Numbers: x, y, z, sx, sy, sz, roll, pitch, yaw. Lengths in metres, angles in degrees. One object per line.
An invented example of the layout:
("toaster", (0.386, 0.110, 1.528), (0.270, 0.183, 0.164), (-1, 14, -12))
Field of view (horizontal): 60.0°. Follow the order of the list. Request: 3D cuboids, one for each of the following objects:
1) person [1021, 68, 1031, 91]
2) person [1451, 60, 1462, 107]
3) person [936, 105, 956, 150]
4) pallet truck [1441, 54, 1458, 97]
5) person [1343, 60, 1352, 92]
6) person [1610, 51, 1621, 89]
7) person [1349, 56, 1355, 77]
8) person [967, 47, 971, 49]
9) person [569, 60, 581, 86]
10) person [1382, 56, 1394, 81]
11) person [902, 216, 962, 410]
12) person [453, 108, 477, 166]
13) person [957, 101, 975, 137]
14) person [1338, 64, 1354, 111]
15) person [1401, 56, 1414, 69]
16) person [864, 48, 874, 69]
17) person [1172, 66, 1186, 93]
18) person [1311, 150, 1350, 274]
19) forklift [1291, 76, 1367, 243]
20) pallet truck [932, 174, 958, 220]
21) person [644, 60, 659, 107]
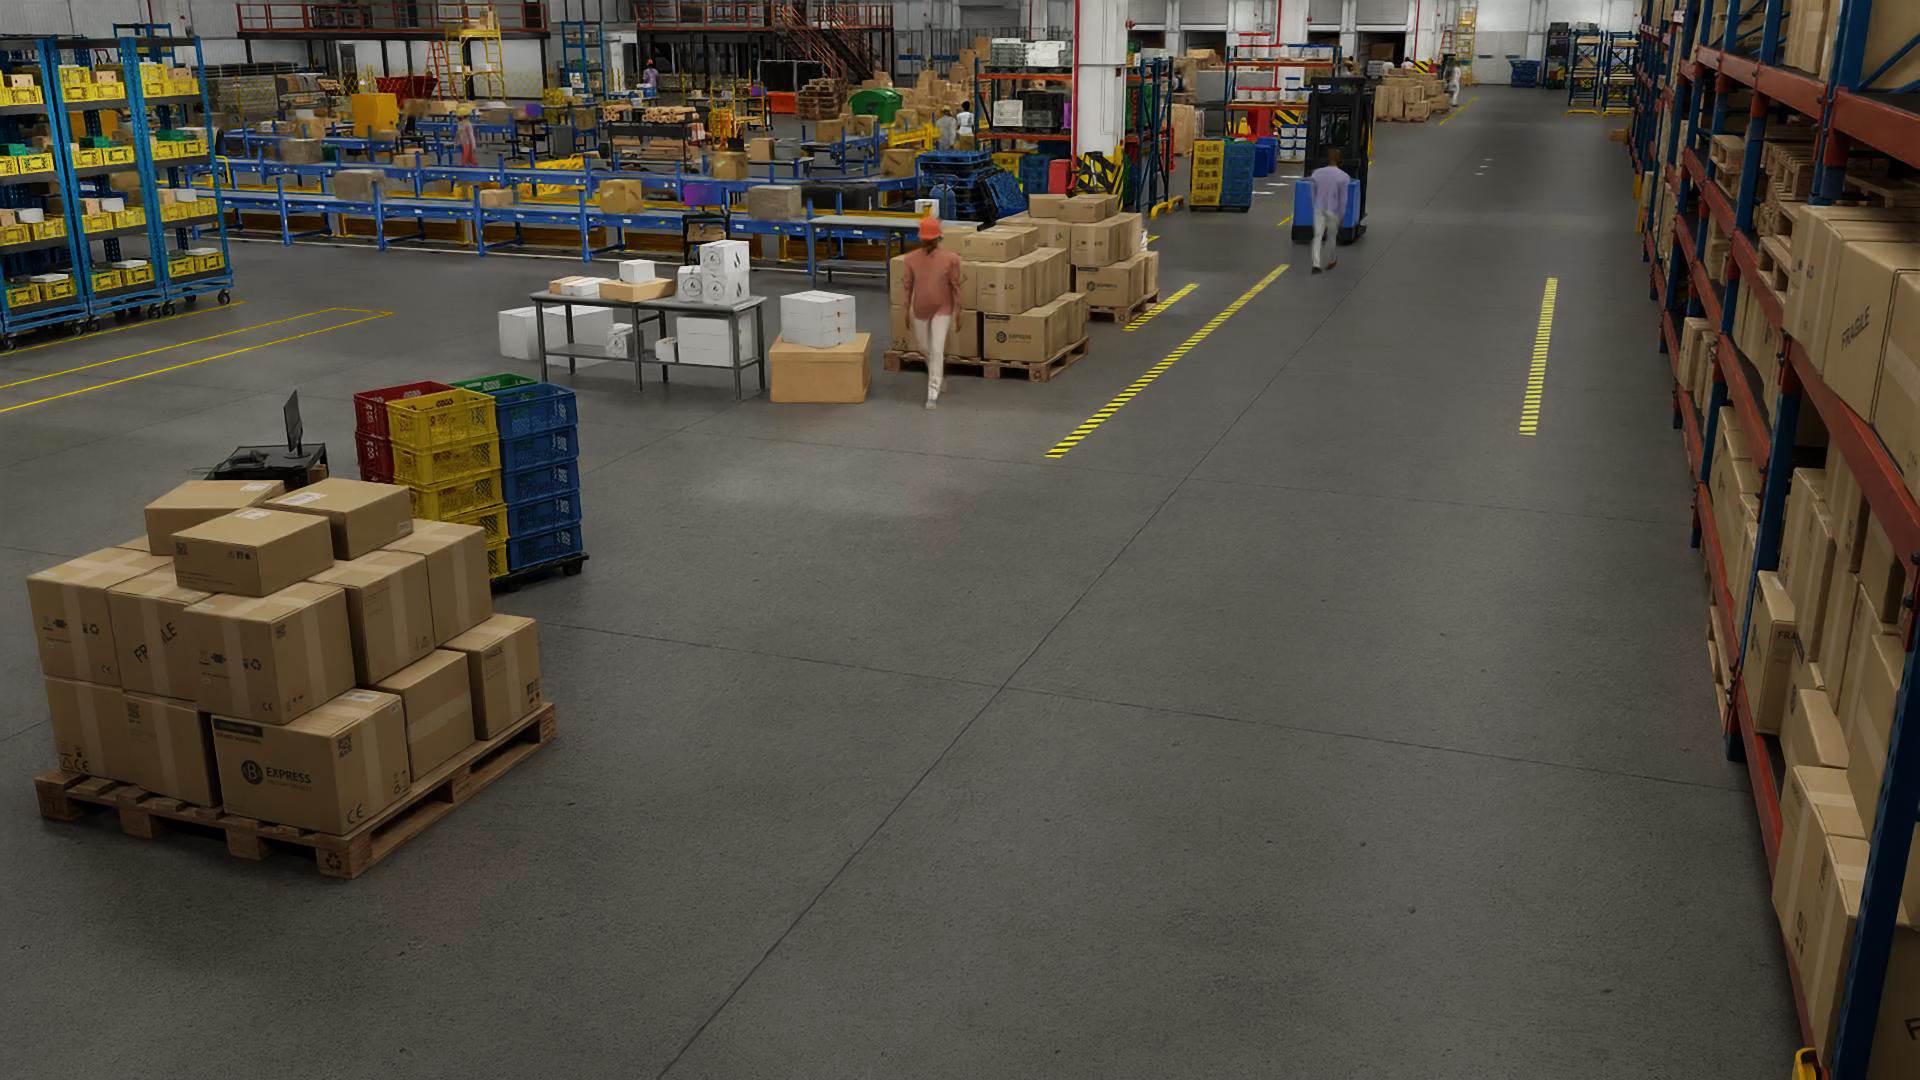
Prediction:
("person", (2.574, -18.142, 66.685), (1.008, 1.935, 0.620), (-9, 20, -27))
("person", (20.987, -19.299, 70.342), (0.425, 1.926, 0.642), (5, 18, 17))
("person", (-0.324, -9.415, 39.506), (0.615, 1.788, 0.503), (14, 23, 38))
("pallet truck", (22.765, -21.886, 78.355), (0.823, 1.965, 1.885), (-4, 18, -14))
("person", (18.027, -21.403, 77.259), (0.511, 1.727, 0.353), (-11, 21, -32))
("person", (33.521, -24.014, 85.152), (0.550, 1.928, 0.378), (3, 18, 9))
("person", (20.029, -23.980, 85.424), (0.540, 1.696, 0.315), (-15, 23, -38))
("person", (0.538, -27.529, 96.185), (0.359, 1.938, 0.545), (13, 22, 35))
("person", (-16.788, -19.994, 72.595), (0.337, 1.882, 0.584), (12, 21, 32))
("person", (19.673, -21.249, 76.454), (0.353, 1.936, 0.633), (-15, 23, -39))
("person", (-0.273, -2.374, 17.142), (0.627, 1.953, 0.908), (5, 18, 14))
("person", (-11.760, -9.348, 39.419), (0.917, 1.719, 0.529), (-17, 24, -42))
("person", (0.201, -10.577, 43.328), (0.552, 1.669, 0.697), (8, 19, 24))
("person", (15.781, -18.440, 67.776), (0.735, 1.849, 0.522), (-5, 18, -17))
("person", (21.351, -22.199, 79.610), (0.623, 1.841, 0.430), (-3, 18, -10))
("person", (-5.485, -28.624, 99.881), (0.631, 1.793, 0.927), (-14, 22, -37))
("person", (7.824, -16.152, 60.269), (0.713, 2.000, 0.539), (-11, 21, -32))
("person", (5.702, -5.078, 25.754), (0.622, 1.878, 1.053), (8, 19, 24))
("forklift", (6.598, -6.755, 29.381), (1.129, 2.768, 1.873), (6, 19, 19))
("pallet truck", (-0.507, -5.292, 27.348), (0.653, 1.274, 1.630), (6, 19, 19))
("person", (-12.442, -18.309, 67.058), (0.605, 2.034, 0.397), (-11, 20, -30))
